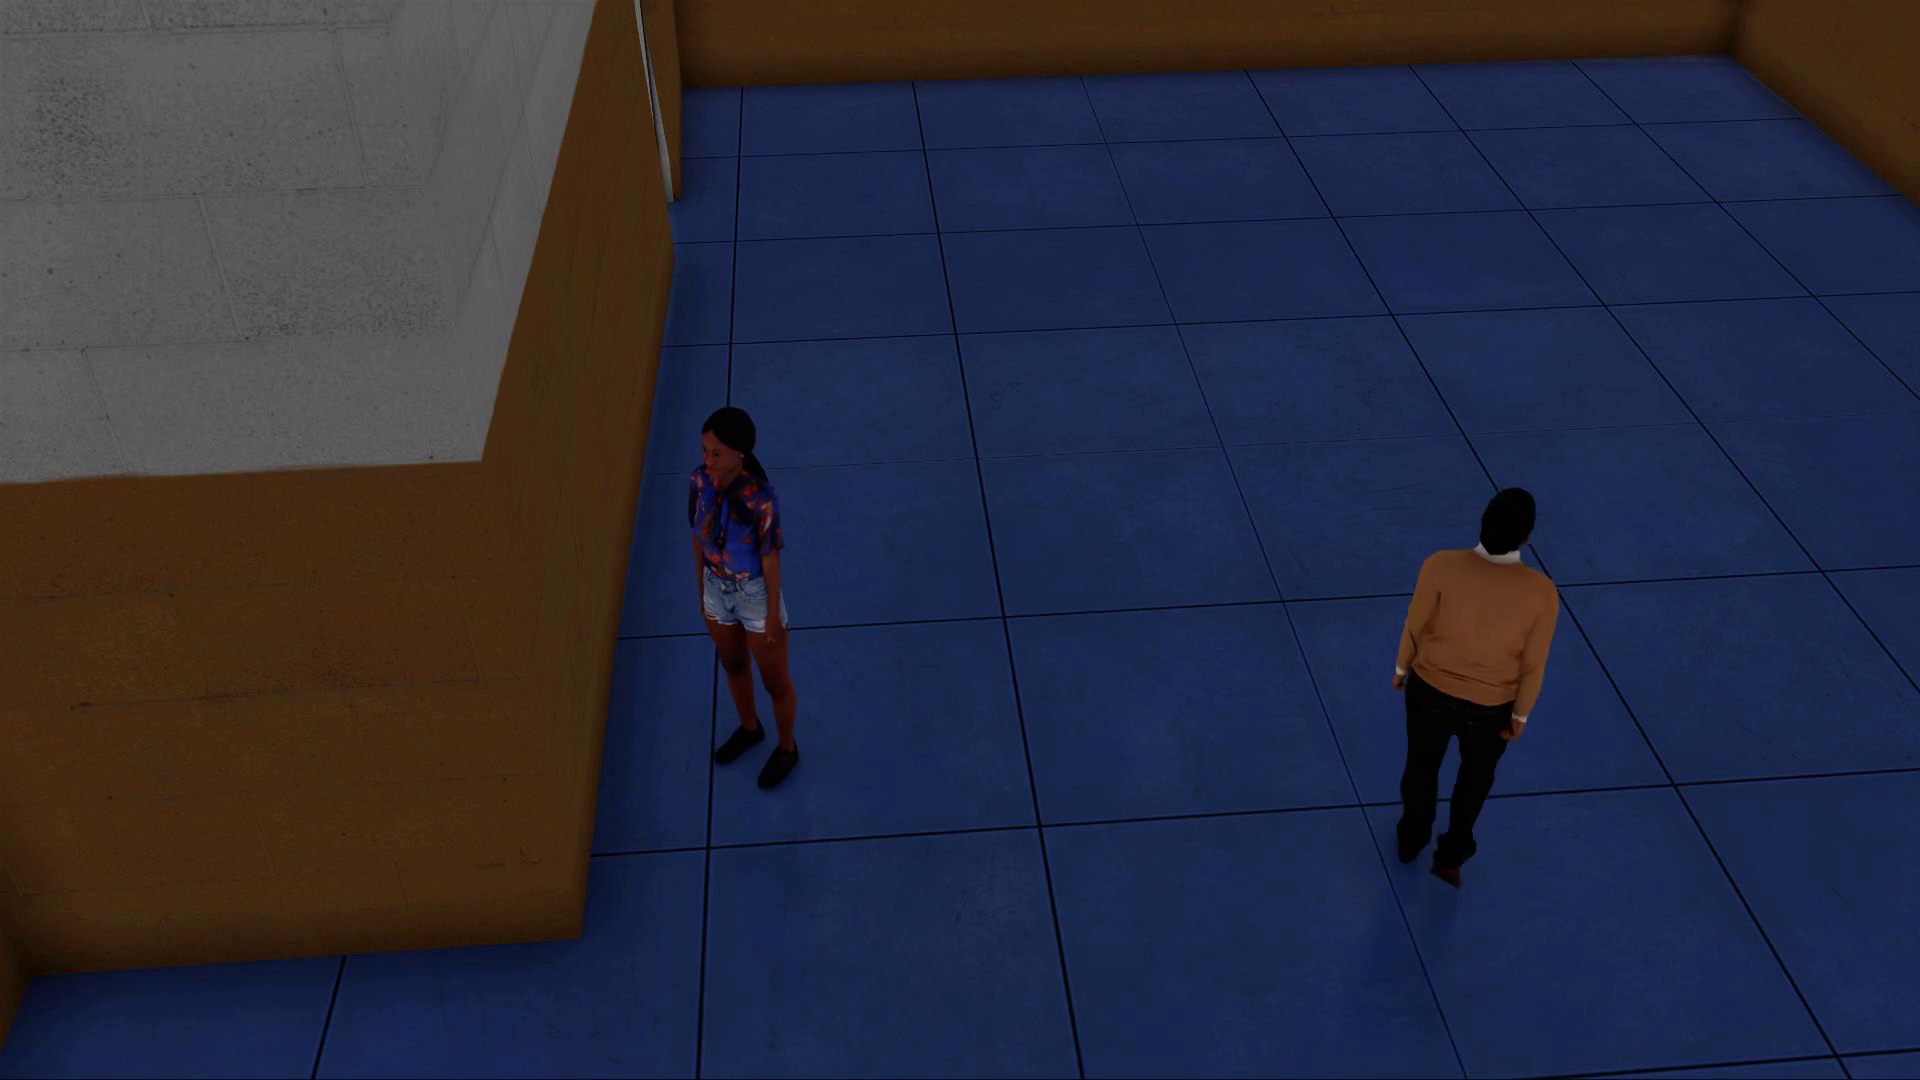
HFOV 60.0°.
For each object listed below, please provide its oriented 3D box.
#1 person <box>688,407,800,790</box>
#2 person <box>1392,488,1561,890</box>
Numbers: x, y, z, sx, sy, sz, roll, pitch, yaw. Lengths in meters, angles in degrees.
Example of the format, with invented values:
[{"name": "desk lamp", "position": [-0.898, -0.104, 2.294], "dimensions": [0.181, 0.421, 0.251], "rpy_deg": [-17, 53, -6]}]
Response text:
[{"name": "person", "position": [-0.835, 0.230, 6.518], "dimensions": [0.630, 1.742, 0.724], "rpy_deg": [18, 41, 23]}, {"name": "person", "position": [1.804, 0.606, 6.014], "dimensions": [0.873, 1.739, 0.897], "rpy_deg": [12, 38, 15]}]
